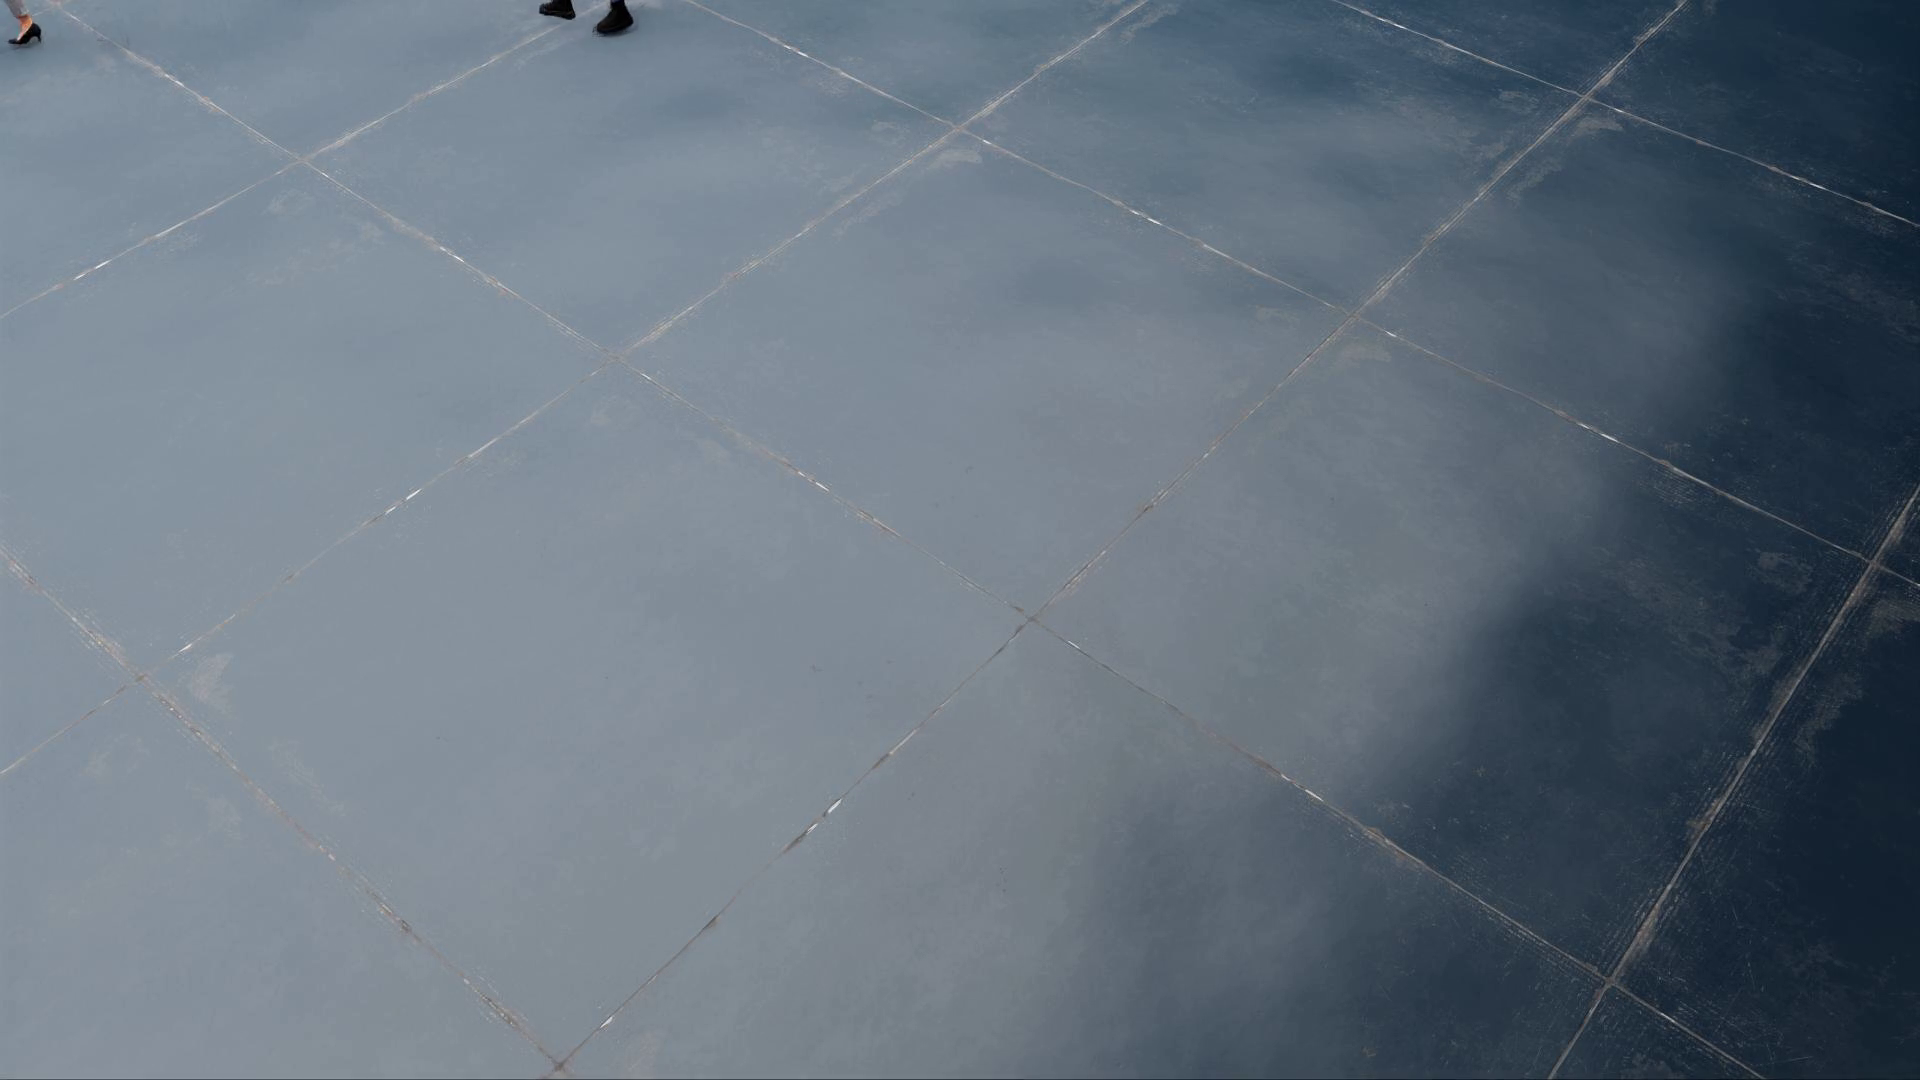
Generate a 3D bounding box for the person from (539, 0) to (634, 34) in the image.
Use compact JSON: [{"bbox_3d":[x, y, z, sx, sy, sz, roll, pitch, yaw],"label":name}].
[{"bbox_3d":[-2.511,-4.237,11.225,1.059,1.672,1.007,-5,47,-5],"label":"person"}]
